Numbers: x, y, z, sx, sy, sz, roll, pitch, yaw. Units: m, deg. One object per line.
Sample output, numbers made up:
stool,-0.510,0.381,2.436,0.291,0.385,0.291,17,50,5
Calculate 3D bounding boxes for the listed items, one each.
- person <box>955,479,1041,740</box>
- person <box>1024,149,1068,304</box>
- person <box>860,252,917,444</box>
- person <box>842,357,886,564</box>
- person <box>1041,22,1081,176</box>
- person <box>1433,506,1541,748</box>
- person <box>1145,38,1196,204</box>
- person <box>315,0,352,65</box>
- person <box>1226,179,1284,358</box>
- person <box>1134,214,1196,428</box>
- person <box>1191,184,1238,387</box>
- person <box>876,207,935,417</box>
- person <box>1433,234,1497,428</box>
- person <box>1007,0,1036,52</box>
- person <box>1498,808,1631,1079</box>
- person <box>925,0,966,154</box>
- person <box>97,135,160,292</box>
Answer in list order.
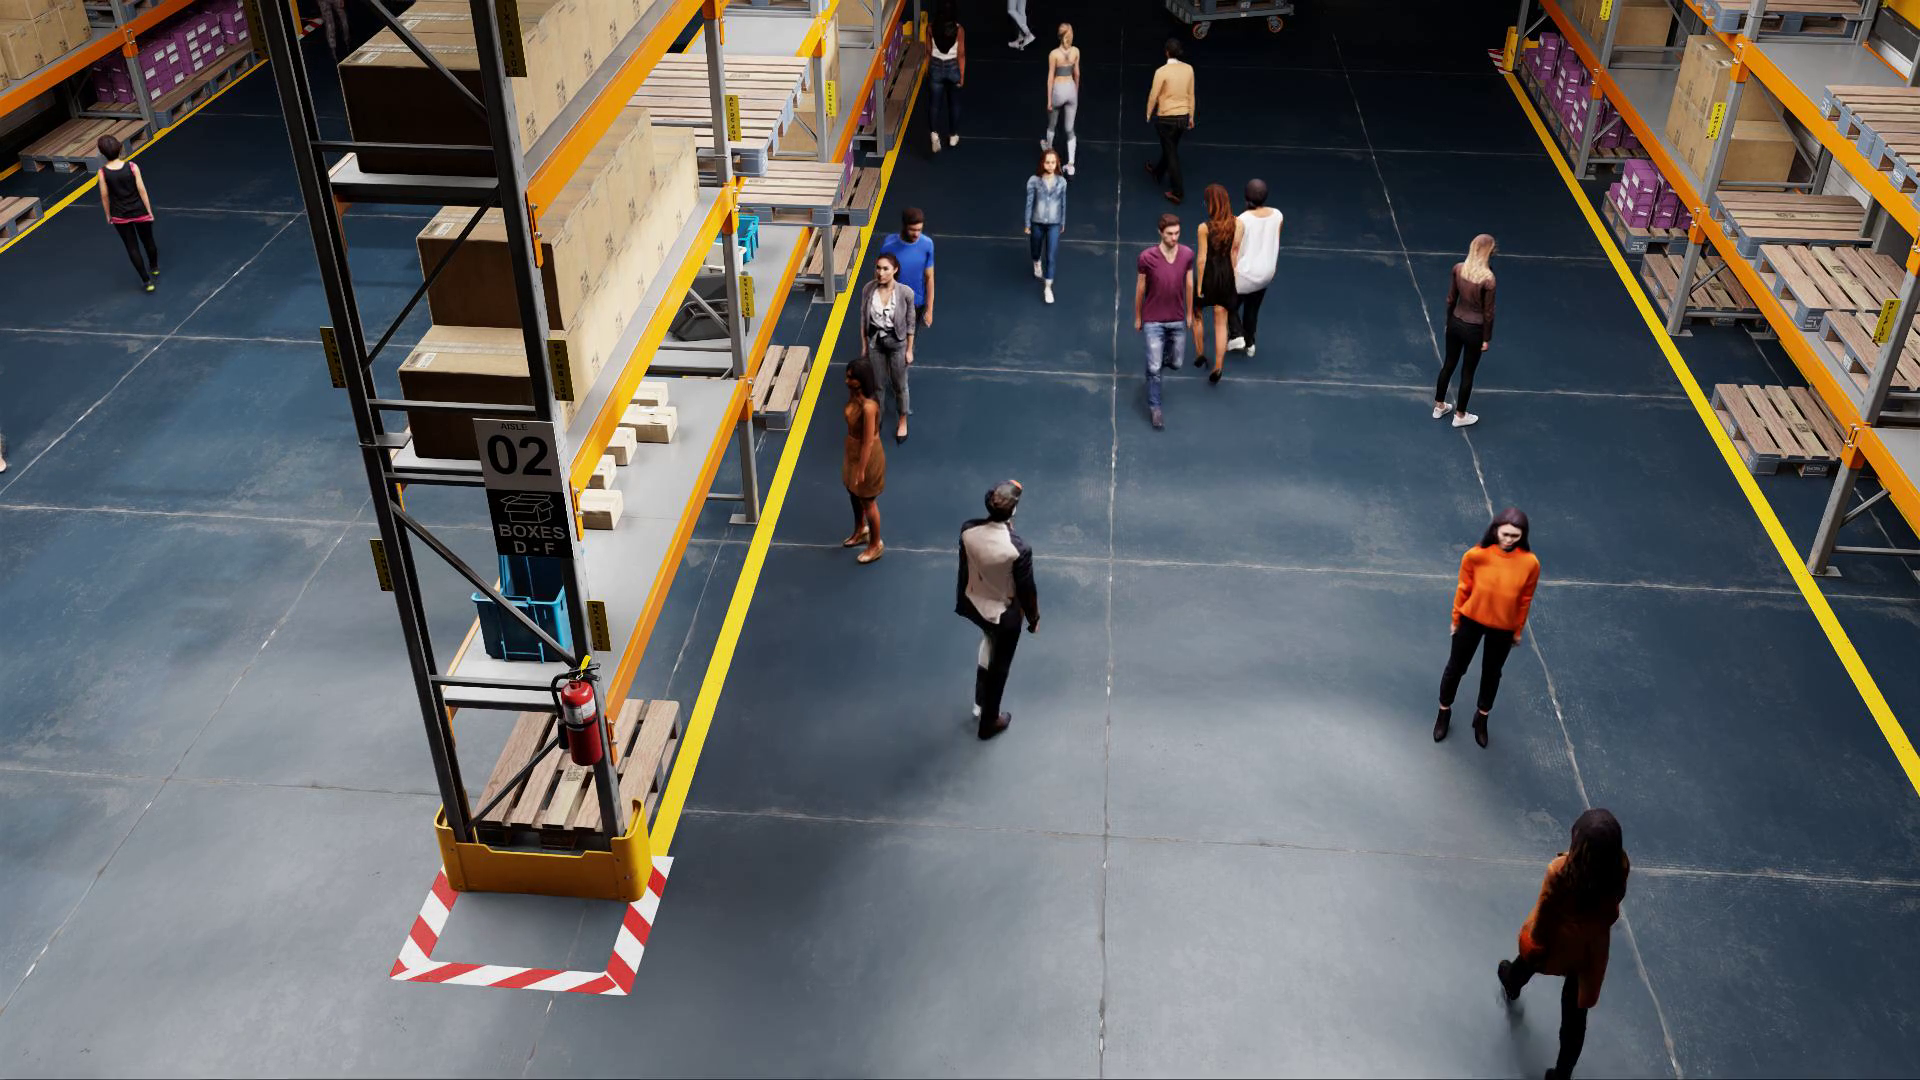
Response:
person,0.168,0.489,10.428,0.830,1.875,0.848,22,39,29
person,0.821,-3.106,16.215,0.632,1.456,0.965,-1,34,-2
person,-0.589,-1.598,13.746,0.654,1.678,0.632,8,34,12
person,-0.679,-0.596,12.237,0.716,1.680,0.597,-13,36,-19
person,1.198,-4.953,18.814,0.890,1.655,1.204,-10,35,-14
person,3.316,0.529,10.481,0.652,1.750,0.604,8,34,12
person,2.349,-4.533,18.130,1.050,1.713,1.205,-18,38,-25
person,-8.406,-7.178,22.150,0.767,1.669,1.239,-4,34,-6
person,2.631,-2.412,14.972,0.763,1.677,0.774,-13,36,-19
person,1.702,-1.920,14.090,0.829,1.834,1.084,-5,34,-8
person,2.262,-2.176,14.492,0.746,1.816,0.819,-10,35,-14
person,-0.494,-2.055,14.309,0.924,1.816,1.186,-6,34,-9
person,4.253,-1.761,13.975,0.730,1.697,0.654,-22,39,-29
person,0.896,-7.502,22.571,0.873,1.742,0.832,27,42,34
person,3.039,2.079,8.211,0.714,1.683,1.113,2,34,3
person,-0.195,-5.377,19.334,0.658,1.787,1.034,5,34,7
person,-8.114,-3.175,16.255,0.860,1.527,0.972,-18,38,-25
